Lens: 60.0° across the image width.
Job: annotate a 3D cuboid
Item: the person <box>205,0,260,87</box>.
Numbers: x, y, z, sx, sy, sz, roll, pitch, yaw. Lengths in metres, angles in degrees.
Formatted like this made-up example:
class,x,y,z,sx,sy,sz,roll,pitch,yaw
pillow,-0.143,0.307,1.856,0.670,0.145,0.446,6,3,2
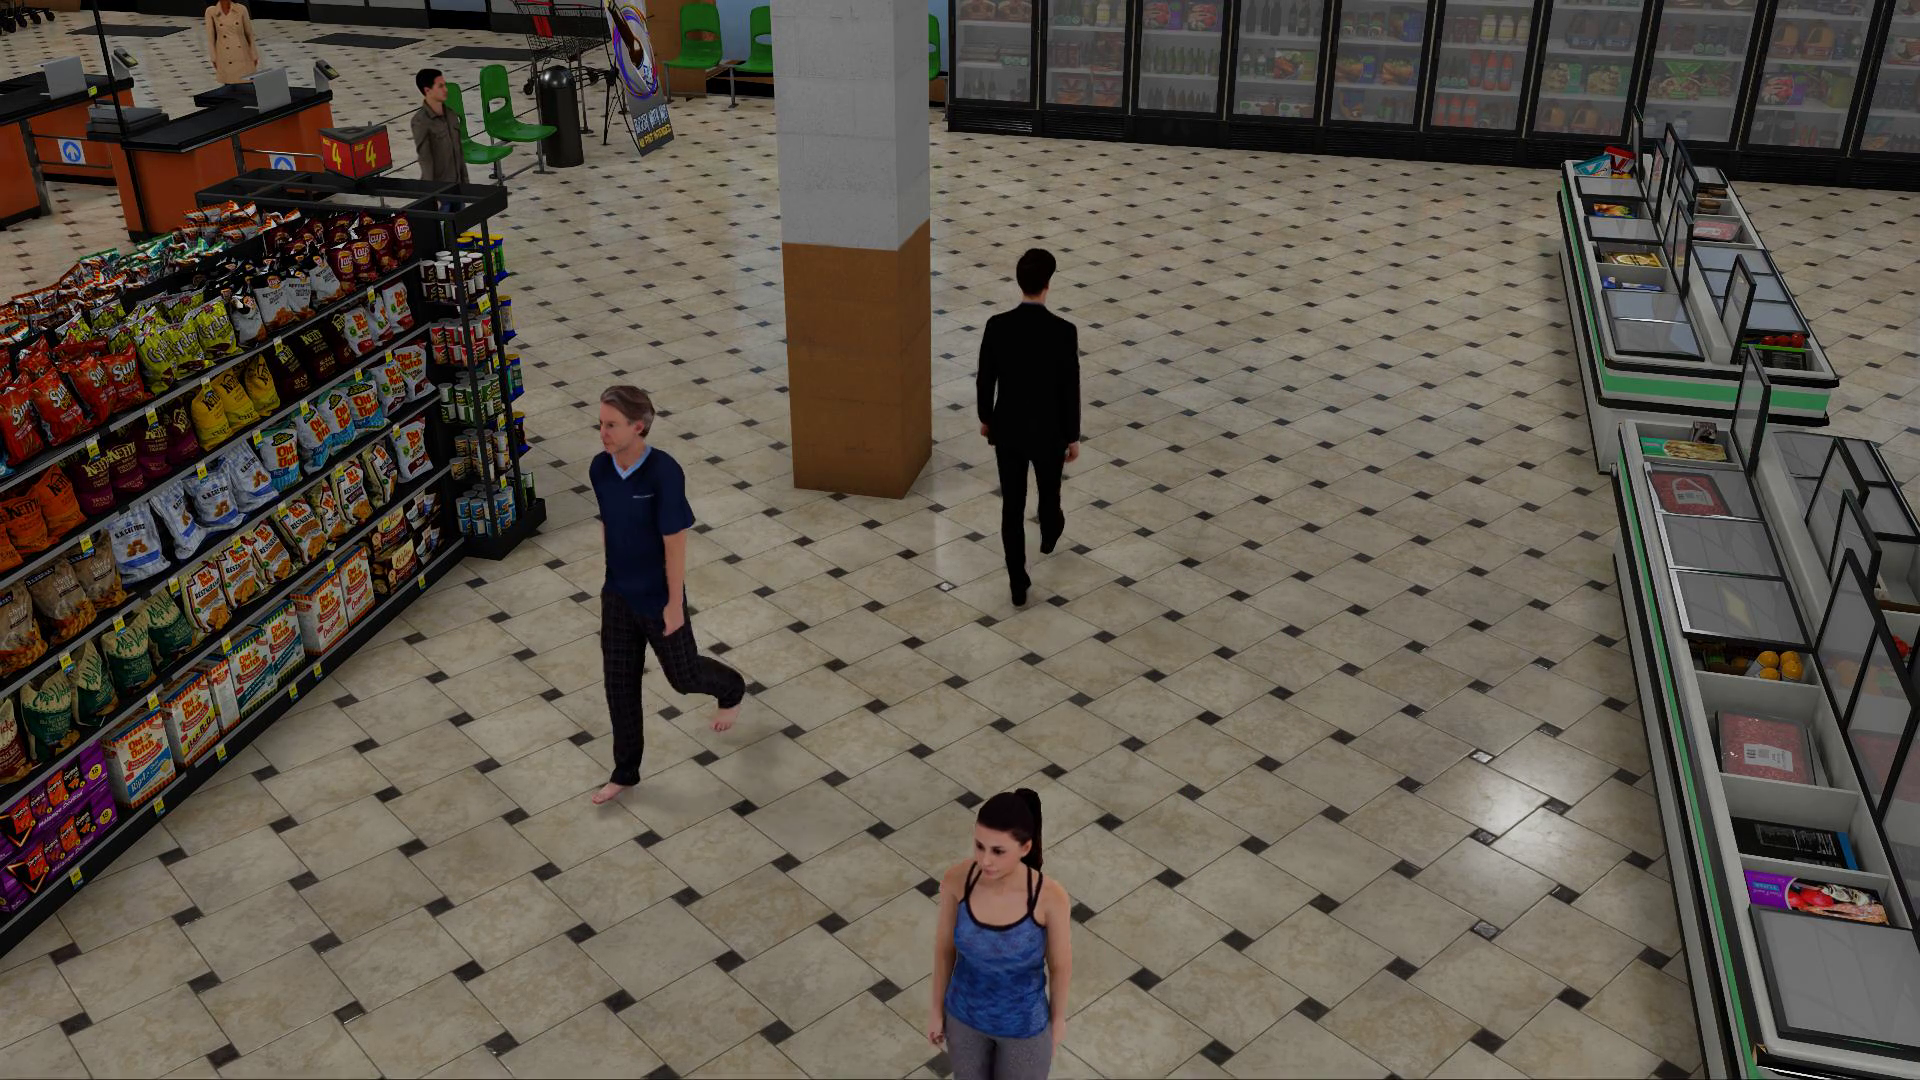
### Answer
class,x,y,z,sx,sy,sz,roll,pitch,yaw
person,-7.864,-5.223,18.036,0.718,1.682,0.739,-10,28,-18

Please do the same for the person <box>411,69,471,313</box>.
class,x,y,z,sx,sy,sz,roll,pitch,yaw
person,-4.014,-2.703,12.869,0.763,1.860,0.527,9,28,16

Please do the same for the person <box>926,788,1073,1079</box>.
class,x,y,z,sx,sy,sz,roll,pitch,yaw
person,0.147,1.414,5.039,0.630,1.599,0.718,12,29,22

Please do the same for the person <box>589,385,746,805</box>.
class,x,y,z,sx,sy,sz,roll,pitch,yaw
person,-1.278,0.205,7.160,0.848,1.837,1.201,14,30,25

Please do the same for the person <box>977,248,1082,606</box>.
class,x,y,z,sx,sy,sz,roll,pitch,yaw
person,0.341,-0.531,8.585,0.768,1.862,1.091,5,27,9
